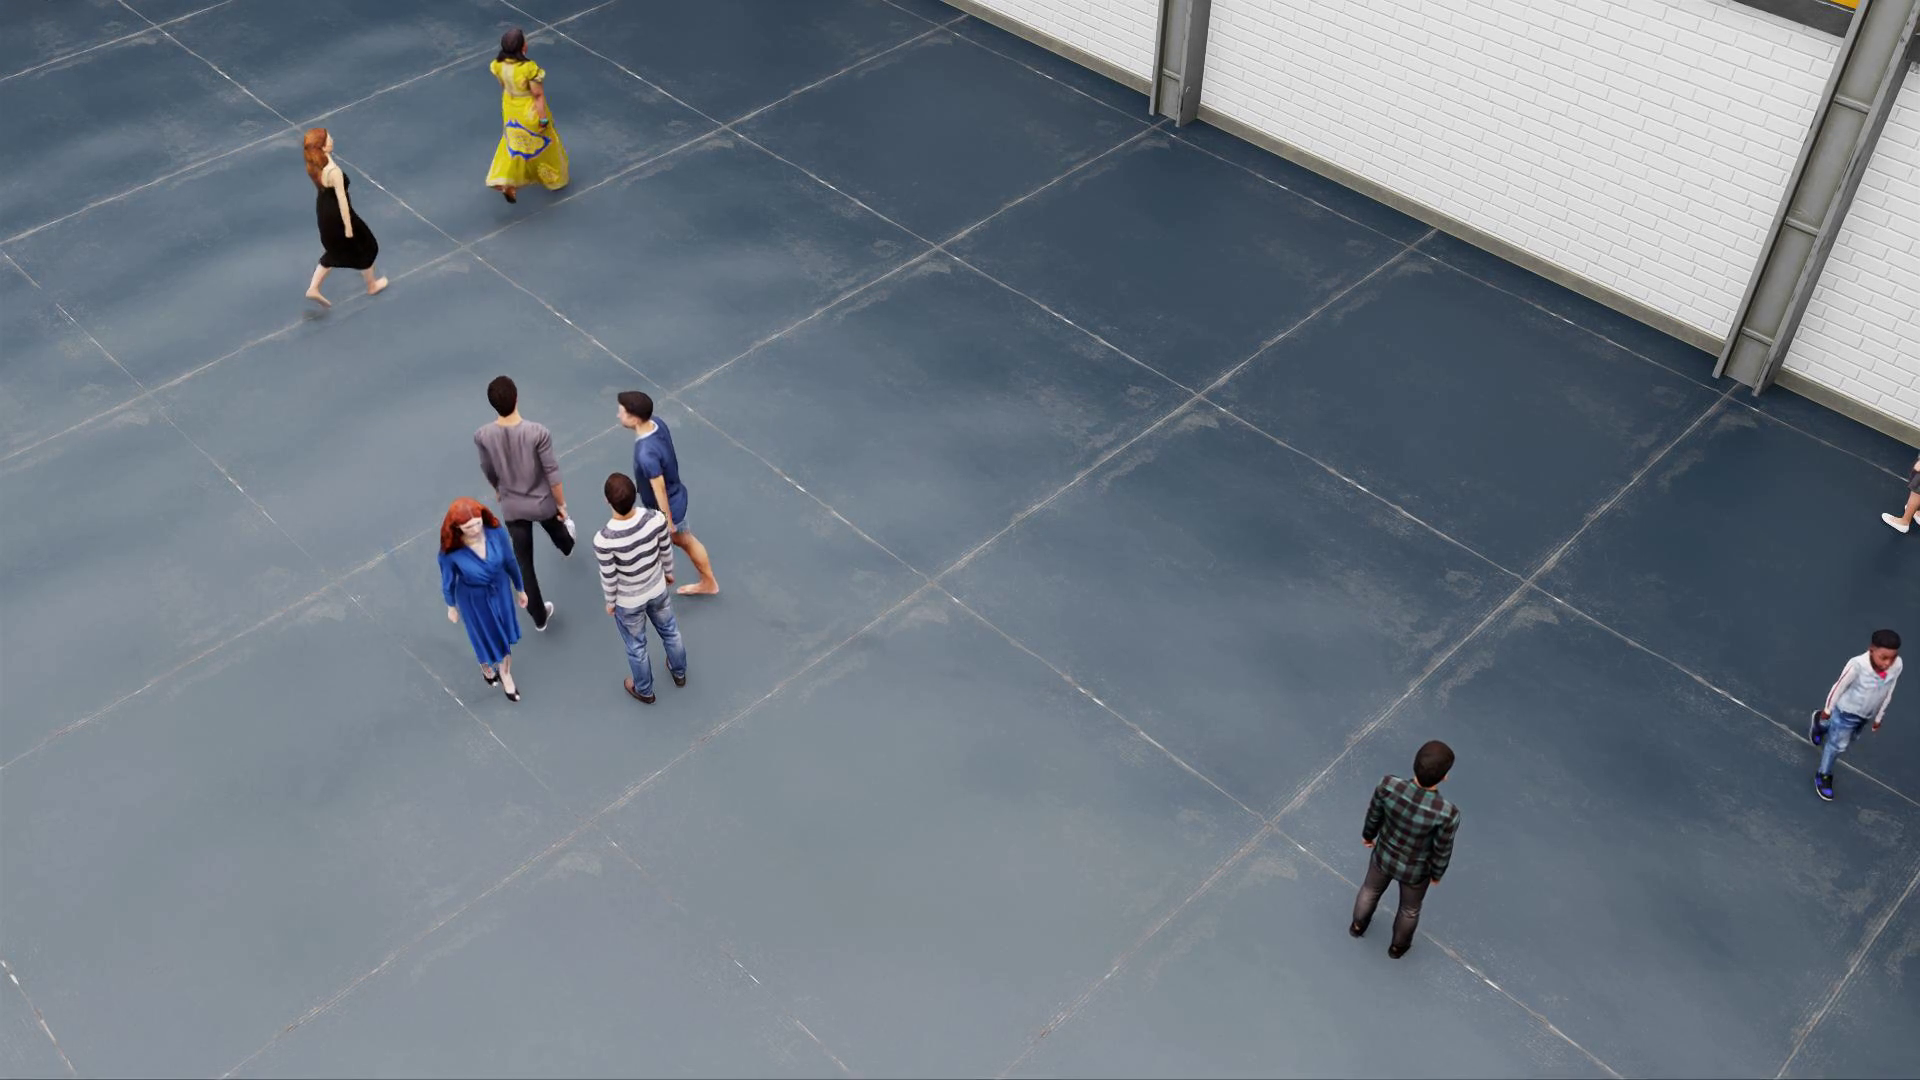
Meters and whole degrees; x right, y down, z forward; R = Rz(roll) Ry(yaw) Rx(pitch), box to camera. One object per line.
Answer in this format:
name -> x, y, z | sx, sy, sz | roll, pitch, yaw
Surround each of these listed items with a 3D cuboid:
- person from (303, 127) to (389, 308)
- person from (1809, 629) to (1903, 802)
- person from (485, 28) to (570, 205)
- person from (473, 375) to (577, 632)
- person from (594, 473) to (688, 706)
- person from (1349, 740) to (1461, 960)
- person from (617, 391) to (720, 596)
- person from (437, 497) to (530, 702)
person -> -5.221, -2.627, 13.743 | 0.905, 1.601, 0.709 | 32, 52, 29
person -> 5.495, 0.979, 10.217 | 0.789, 1.242, 0.864 | -1, 44, -1
person -> -3.933, -3.757, 14.907 | 1.255, 1.632, 1.163 | 14, 45, 14
person -> -2.880, -0.187, 11.045 | 1.196, 1.789, 1.291 | -2, 44, -2
person -> -2.015, 0.308, 10.478 | 0.676, 1.854, 0.572 | -27, 50, -26
person -> 2.461, 1.720, 9.183 | 0.525, 1.708, 0.736 | 27, 50, 25
person -> -1.885, -0.246, 11.090 | 1.078, 1.812, 1.020 | 1, 44, 1
person -> -3.024, 0.337, 10.482 | 0.628, 1.807, 0.713 | -32, 52, -29
